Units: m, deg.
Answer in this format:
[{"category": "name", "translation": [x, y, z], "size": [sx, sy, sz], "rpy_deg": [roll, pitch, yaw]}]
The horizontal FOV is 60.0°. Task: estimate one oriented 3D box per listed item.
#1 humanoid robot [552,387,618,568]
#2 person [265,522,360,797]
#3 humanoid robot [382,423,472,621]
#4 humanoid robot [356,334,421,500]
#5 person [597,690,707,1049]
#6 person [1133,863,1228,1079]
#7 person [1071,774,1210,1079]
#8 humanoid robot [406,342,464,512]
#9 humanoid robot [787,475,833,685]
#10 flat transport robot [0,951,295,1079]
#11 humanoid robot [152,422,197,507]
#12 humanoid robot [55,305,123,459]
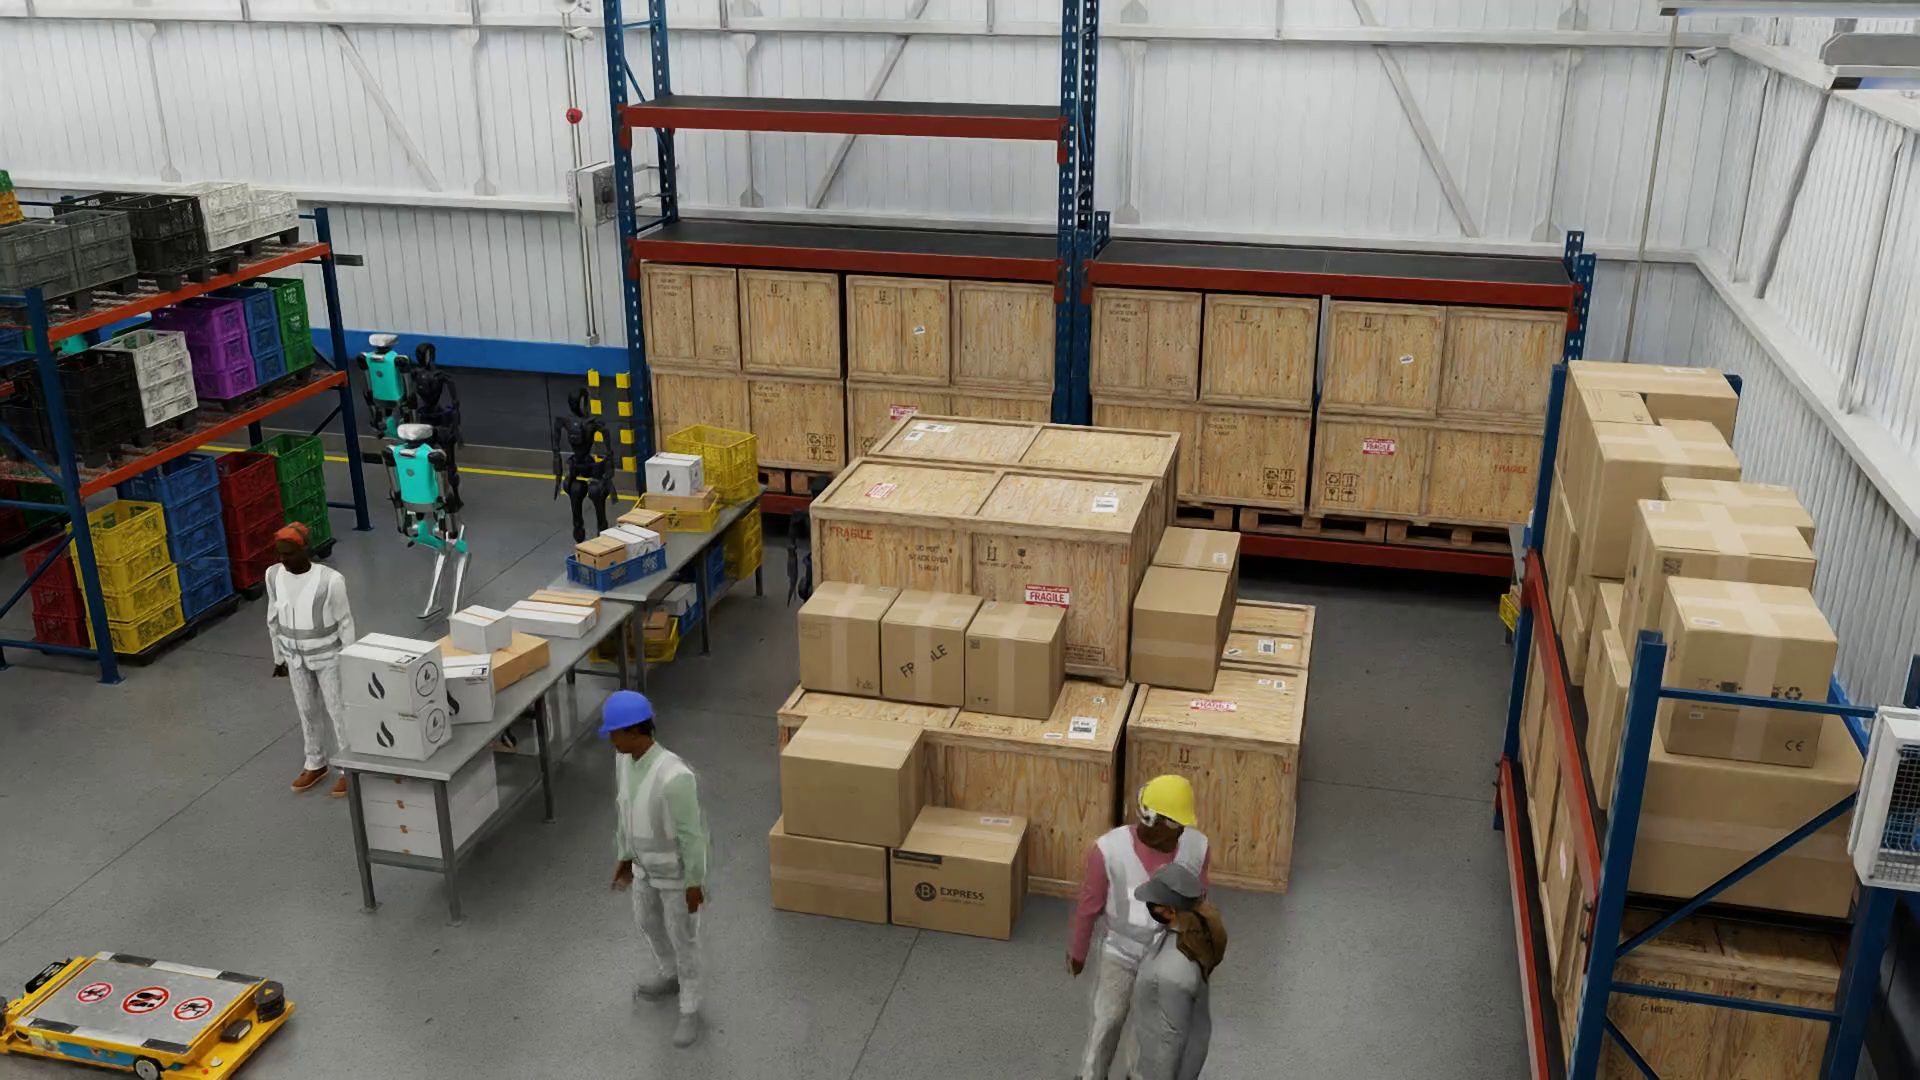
[{"category": "humanoid robot", "translation": [-3.243, -0.529, 14.438], "size": [0.599, 1.655, 0.315], "rpy_deg": [5, 22, 13]}, {"category": "person", "translation": [-4.185, 0.770, 10.768], "size": [0.583, 1.882, 0.337], "rpy_deg": [5, 21, 13]}, {"category": "humanoid robot", "translation": [-4.165, -0.192, 13.304], "size": [0.533, 1.677, 0.735], "rpy_deg": [5, 22, 13]}, {"category": "humanoid robot", "translation": [-5.337, -1.218, 15.988], "size": [0.533, 1.677, 0.735], "rpy_deg": [5, 22, 13]}, {"category": "person", "translation": [-1.513, 1.649, 8.455], "size": [0.700, 1.906, 0.428], "rpy_deg": [19, 28, 41]}, {"category": "person", "translation": [0.928, 2.188, 7.219], "size": [0.403, 1.767, 0.572], "rpy_deg": [5, 21, 13]}, {"category": "person", "translation": [0.835, 1.933, 7.868], "size": [0.701, 1.794, 0.404], "rpy_deg": [-3, 21, -8]}, {"category": "humanoid robot", "translation": [-5.003, -1.078, 15.873], "size": [0.599, 1.657, 0.315], "rpy_deg": [5, 22, 13]}, {"category": "humanoid robot", "translation": [-0.983, 0.311, 12.241], "size": [0.599, 1.655, 0.315], "rpy_deg": [5, 22, 13]}, {"category": "flat transport robot", "translation": [-4.270, 2.464, 8.601], "size": [1.431, 0.231, 0.659], "rpy_deg": [5, 22, 13]}, {"category": "humanoid robot", "translation": [-7.513, -1.049, 15.800], "size": [0.599, 1.655, 0.315], "rpy_deg": [5, 22, 13]}, {"category": "humanoid robot", "translation": [-8.885, -1.657, 17.137], "size": [0.533, 1.677, 0.735], "rpy_deg": [5, 22, 13]}]
